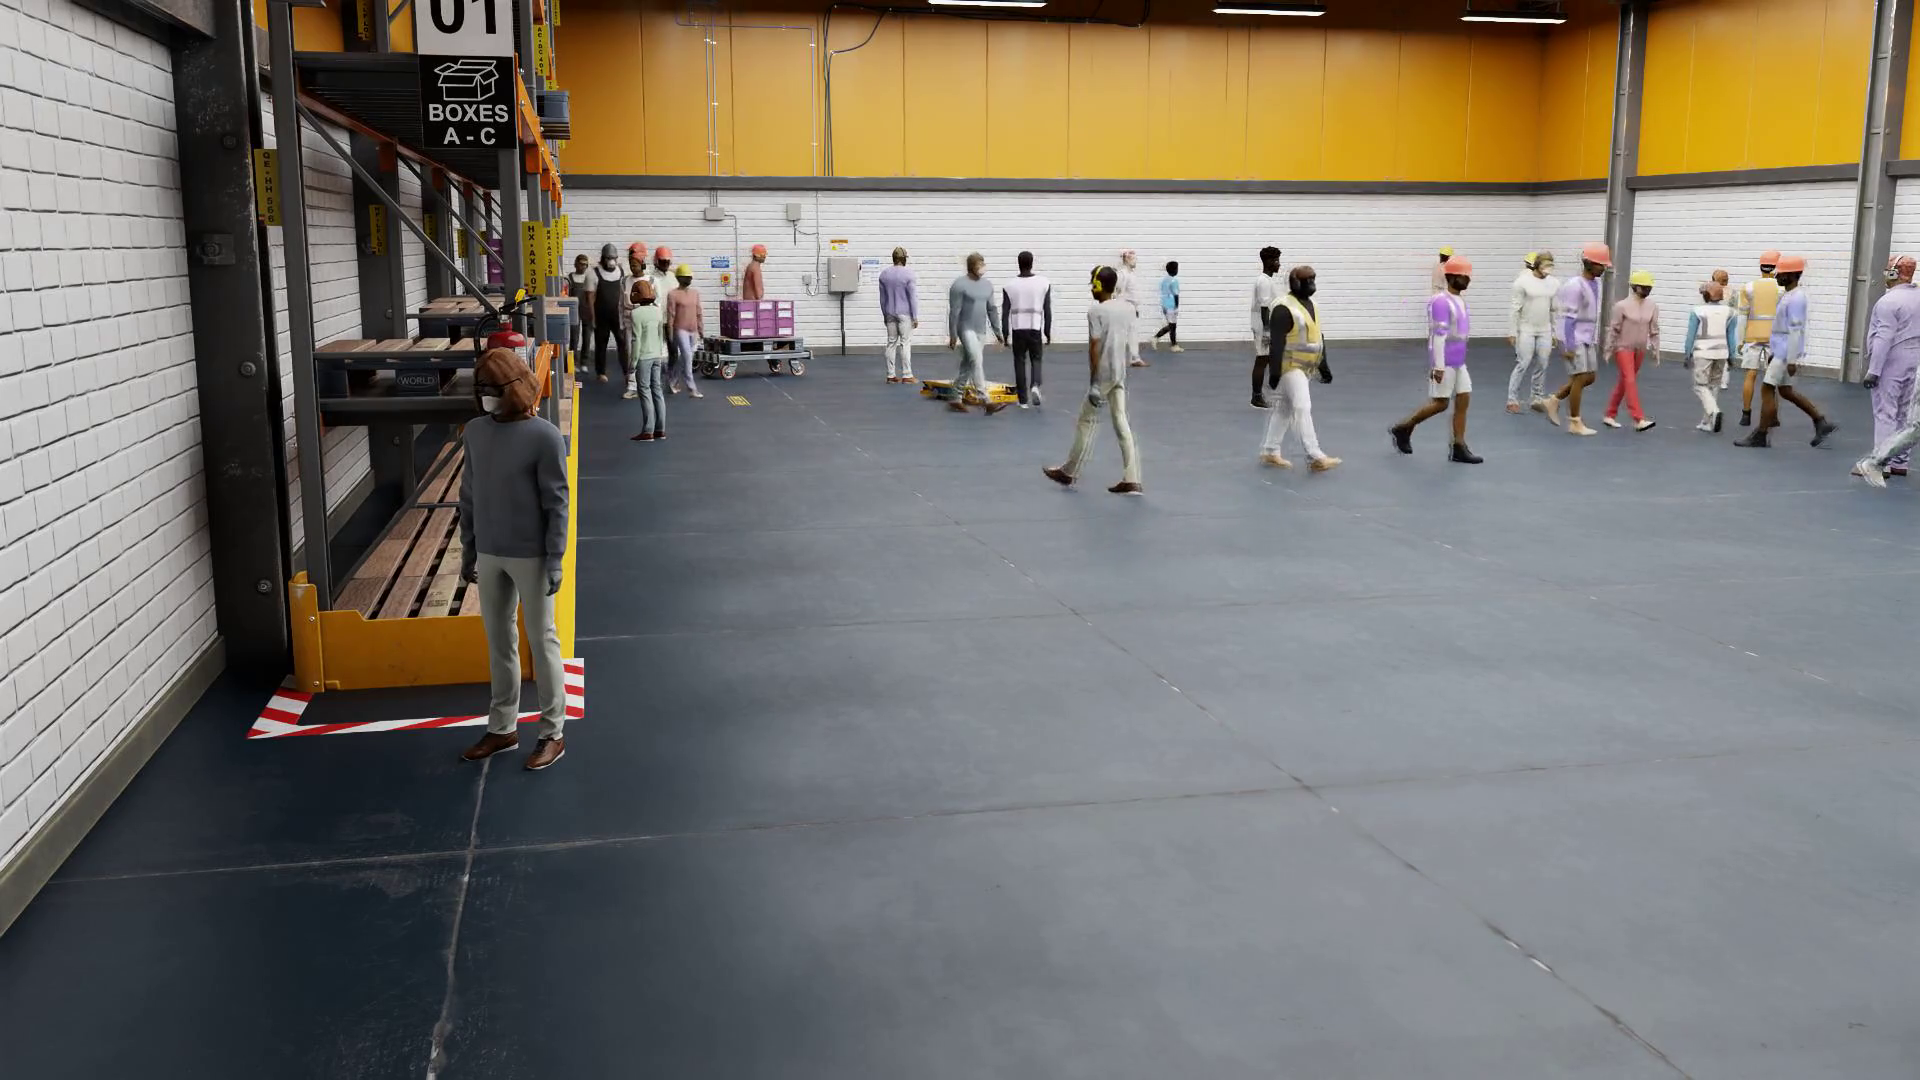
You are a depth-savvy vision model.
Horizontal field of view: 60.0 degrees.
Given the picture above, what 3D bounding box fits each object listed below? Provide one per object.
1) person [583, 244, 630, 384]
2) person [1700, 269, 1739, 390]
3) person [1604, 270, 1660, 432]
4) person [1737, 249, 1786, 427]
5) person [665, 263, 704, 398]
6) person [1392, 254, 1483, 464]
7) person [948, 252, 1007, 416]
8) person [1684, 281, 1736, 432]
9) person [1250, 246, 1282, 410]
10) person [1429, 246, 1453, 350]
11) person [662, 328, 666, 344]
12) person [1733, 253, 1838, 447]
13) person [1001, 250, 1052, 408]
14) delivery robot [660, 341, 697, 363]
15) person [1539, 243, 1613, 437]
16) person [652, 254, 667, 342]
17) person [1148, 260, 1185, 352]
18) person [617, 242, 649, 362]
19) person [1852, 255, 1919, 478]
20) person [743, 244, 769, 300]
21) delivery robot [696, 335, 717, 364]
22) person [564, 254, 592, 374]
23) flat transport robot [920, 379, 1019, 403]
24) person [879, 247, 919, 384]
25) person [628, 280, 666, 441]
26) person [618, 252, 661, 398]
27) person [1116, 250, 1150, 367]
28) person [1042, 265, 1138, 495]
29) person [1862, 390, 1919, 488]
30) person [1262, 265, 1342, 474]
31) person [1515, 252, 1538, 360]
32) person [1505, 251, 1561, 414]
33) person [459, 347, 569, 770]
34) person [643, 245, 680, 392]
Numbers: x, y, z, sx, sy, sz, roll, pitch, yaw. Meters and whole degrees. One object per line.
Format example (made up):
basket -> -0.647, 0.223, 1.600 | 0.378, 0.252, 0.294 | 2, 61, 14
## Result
person -> -4.977, -3.234, 23.623 | 0.705, 2.000, 1.035 | -5, 11, -26
person -> 10.317, -2.859, 22.667 | 0.523, 1.636, 0.310 | 1, 10, 5
person -> 7.218, -2.018, 17.789 | 0.535, 1.702, 0.954 | -3, 11, -15
person -> 8.804, -2.206, 18.210 | 0.542, 1.939, 0.364 | 6, 12, 30
person -> -3.630, -2.741, 21.738 | 0.805, 1.741, 0.531 | 8, 13, 38
person -> 4.439, -1.663, 15.297 | 0.786, 1.913, 0.549 | 9, 13, 40
person -> 0.202, -2.400, 19.416 | 1.012, 1.883, 0.648 | 9, 14, 42
person -> 7.944, -1.925, 17.551 | 0.529, 1.613, 0.631 | -1, 10, -5
person -> 3.690, -2.557, 20.077 | 0.361, 1.963, 0.613 | 1, 10, 7
person -> 8.870, -4.432, 30.604 | 0.378, 1.917, 0.584 | -1, 10, -5
person -> -4.660, -3.549, 26.673 | 0.839, 1.590, 0.512 | -1, 10, -3
person -> 8.137, -1.837, 16.247 | 0.858, 1.915, 0.546 | 5, 11, 25
person -> 0.800, -2.541, 20.149 | 0.613, 1.905, 0.440 | -1, 10, -5
delivery robot -> -4.414, -2.891, 25.581 | 0.707, 0.478, 0.477 | -7, 13, -36
person -> 6.425, -2.080, 17.342 | 0.671, 2.007, 0.711 | -9, 14, -42
person -> -4.972, -3.868, 27.662 | 0.645, 1.872, 0.623 | -5, 11, -26
person -> 3.748, -4.206, 30.037 | 0.690, 1.670, 0.536 | -3, 11, -16
person -> -5.355, -3.863, 27.226 | 0.705, 1.995, 0.647 | 4, 11, 21
person -> 8.002, -1.484, 14.300 | 0.639, 1.910, 0.406 | -6, 12, -30
person -> -3.464, -4.047, 28.320 | 0.574, 1.967, 0.645 | -2, 10, -13
delivery robot -> -3.845, -2.975, 26.047 | 0.477, 0.478, 0.707 | 7, 12, 33
person -> -5.810, -3.465, 25.528 | 0.517, 1.816, 0.630 | -5, 11, -24
flat transport robot -> 0.116, -1.912, 21.207 | 0.652, 0.197, 1.431 | -6, 12, -30
person -> -0.853, -3.171, 23.560 | 0.631, 1.940, 0.372 | 7, 12, 32
person -> -3.195, -1.821, 16.924 | 0.264, 1.632, 0.508 | 5, 11, 24
person -> -4.125, -2.755, 21.397 | 0.573, 1.887, 0.355 | 2, 10, 12
person -> 2.639, -3.745, 26.907 | 0.849, 1.884, 0.636 | 3, 11, 15
person -> 1.107, -1.294, 13.465 | 0.563, 1.819, 0.955 | -10, 14, -44
person -> 7.818, -1.228, 13.418 | 0.810, 1.706, 0.501 | 9, 14, 41
person -> 3.045, -1.498, 14.640 | 0.931, 1.803, 0.620 | 8, 13, 37
person -> 9.712, -3.985, 28.370 | 0.404, 1.827, 0.600 | -1, 10, -3
person -> 6.744, -2.429, 19.531 | 0.658, 1.913, 0.390 | -3, 11, -15
person -> -1.731, 0.071, 6.440 | 0.498, 1.633, 0.284 | 5, 11, 25
person -> -4.043, -2.999, 22.528 | 0.617, 1.974, 0.826 | -4, 11, -23
